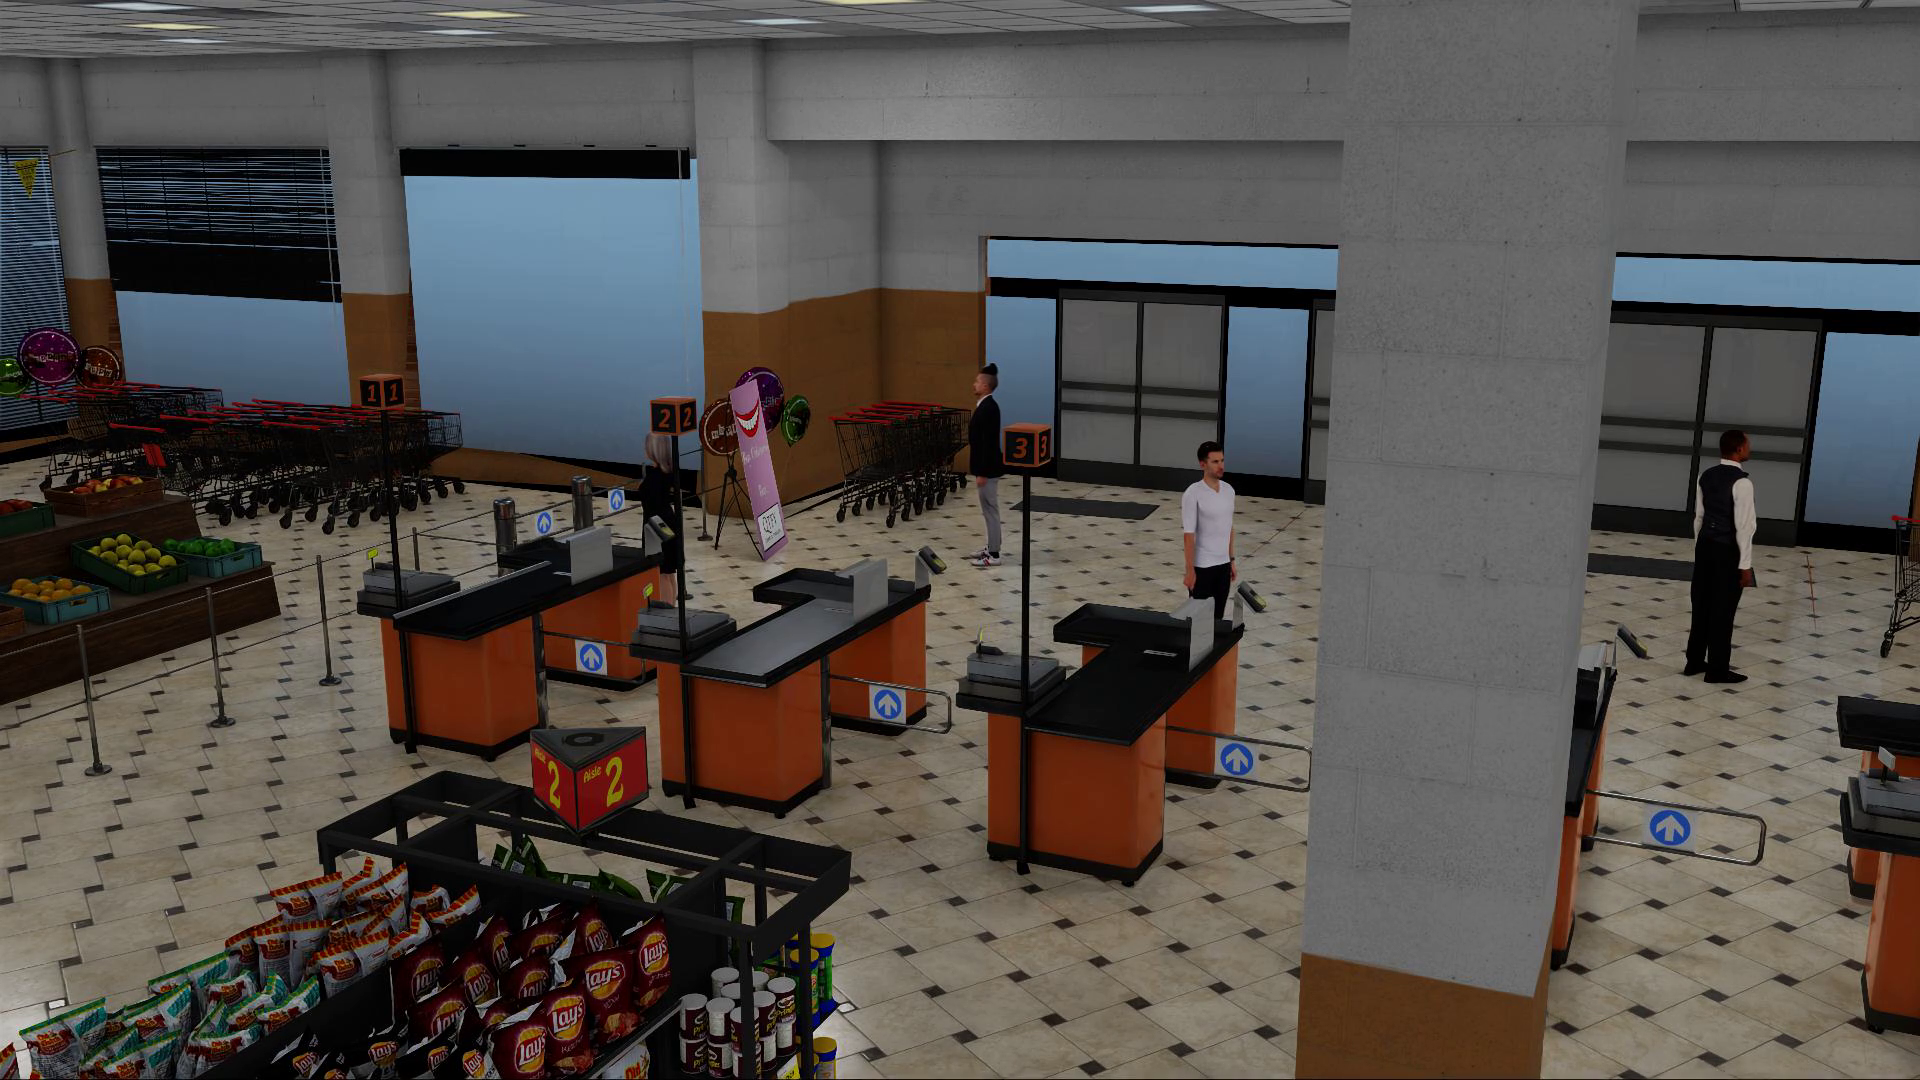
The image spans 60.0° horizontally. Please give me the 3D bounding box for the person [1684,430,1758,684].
[{"bbox_3d":[5.743,0.115,12.555,0.827,1.919,0.762,-5,14,-18],"label":"person"}]

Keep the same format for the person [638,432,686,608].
[{"bbox_3d":[-2.439,-0.036,13.543,0.738,1.747,0.625,1,14,2],"label":"person"}]

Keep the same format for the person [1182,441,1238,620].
[{"bbox_3d":[1.861,0.172,12.464,0.675,1.852,0.816,-10,17,-37],"label":"person"}]

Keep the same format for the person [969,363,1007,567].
[{"bbox_3d":[0.268,-0.730,15.974,0.839,1.949,0.675,1,14,3],"label":"person"}]
